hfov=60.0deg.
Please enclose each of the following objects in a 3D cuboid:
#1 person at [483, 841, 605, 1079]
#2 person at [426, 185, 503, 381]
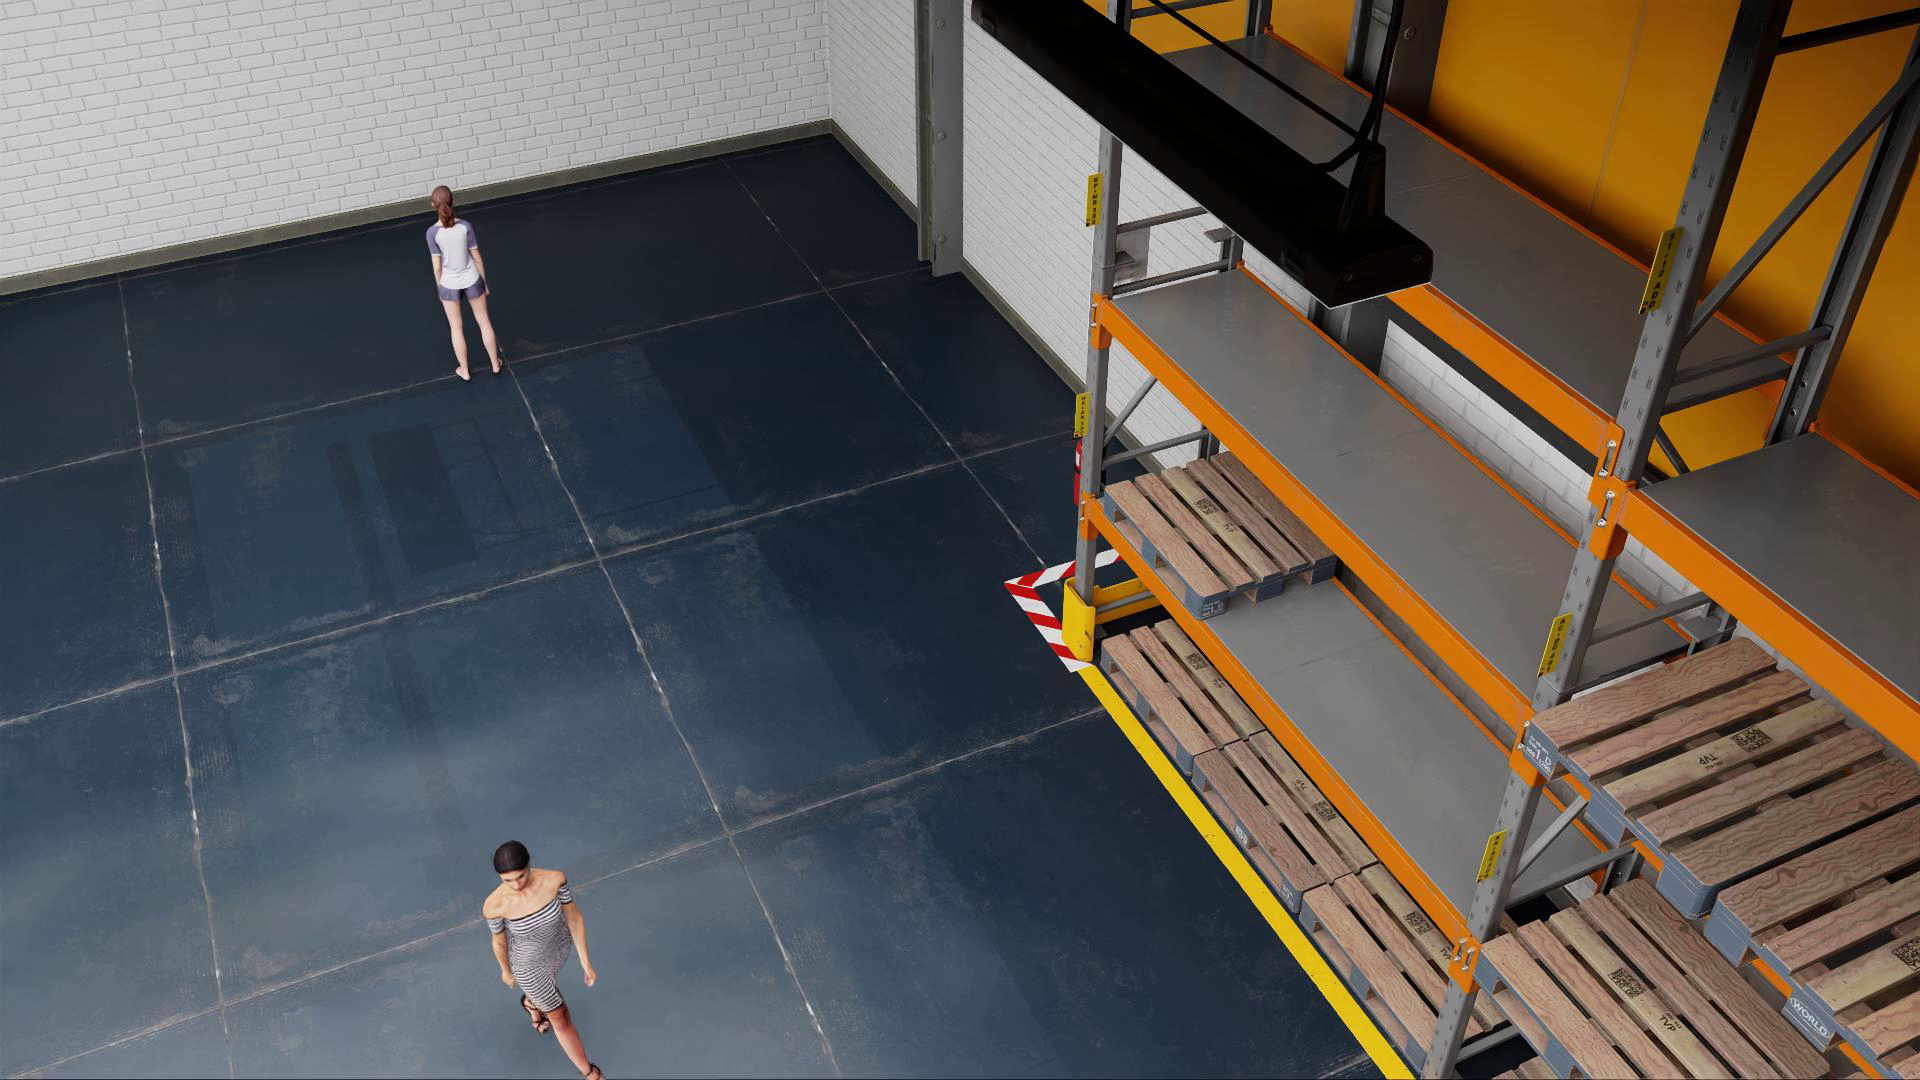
[{"bbox_3d":[-2.197,2.105,8.614,0.795,1.767,1.150,-28,46,-31],"label":"person"},{"bbox_3d":[-4.188,-2.154,13.945,0.558,1.767,0.547,-16,41,-19],"label":"person"}]
